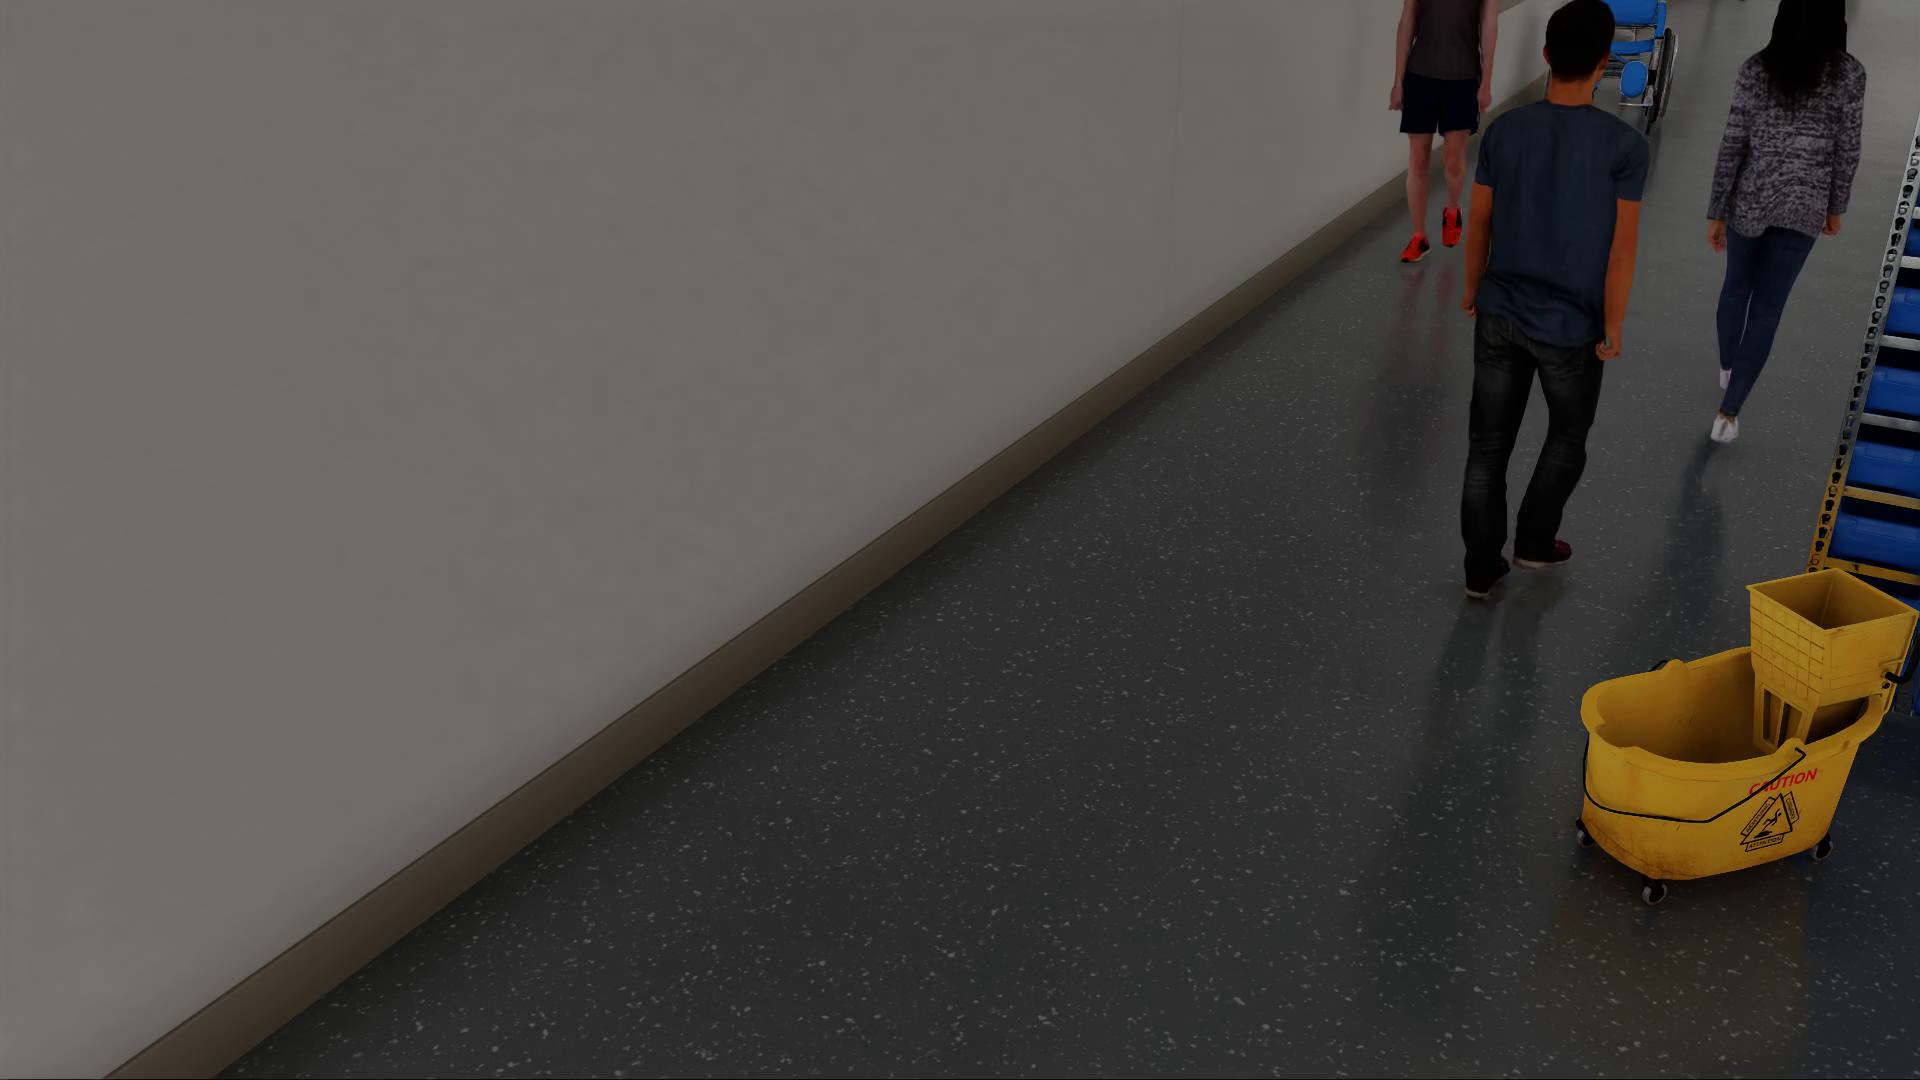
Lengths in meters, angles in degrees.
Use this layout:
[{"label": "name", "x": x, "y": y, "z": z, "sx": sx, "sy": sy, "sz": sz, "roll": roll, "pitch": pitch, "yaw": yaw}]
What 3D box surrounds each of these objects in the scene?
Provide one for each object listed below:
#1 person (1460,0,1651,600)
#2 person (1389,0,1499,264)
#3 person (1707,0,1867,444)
[{"label": "person", "x": 1.685, "y": -0.641, "z": 4.923, "sx": 0.658, "sy": 1.795, "sz": 0.771, "roll": 17, "pitch": 30, "yaw": 31}, {"label": "person", "x": 2.459, "y": -2.329, "z": 8.373, "sx": 0.632, "sy": 1.840, "sz": 0.697, "roll": 14, "pitch": 29, "yaw": 27}, {"label": "person", "x": 2.999, "y": -1.173, "z": 6.161, "sx": 1.121, "sy": 1.679, "sz": 0.706, "roll": 16, "pitch": 30, "yaw": 30}]
